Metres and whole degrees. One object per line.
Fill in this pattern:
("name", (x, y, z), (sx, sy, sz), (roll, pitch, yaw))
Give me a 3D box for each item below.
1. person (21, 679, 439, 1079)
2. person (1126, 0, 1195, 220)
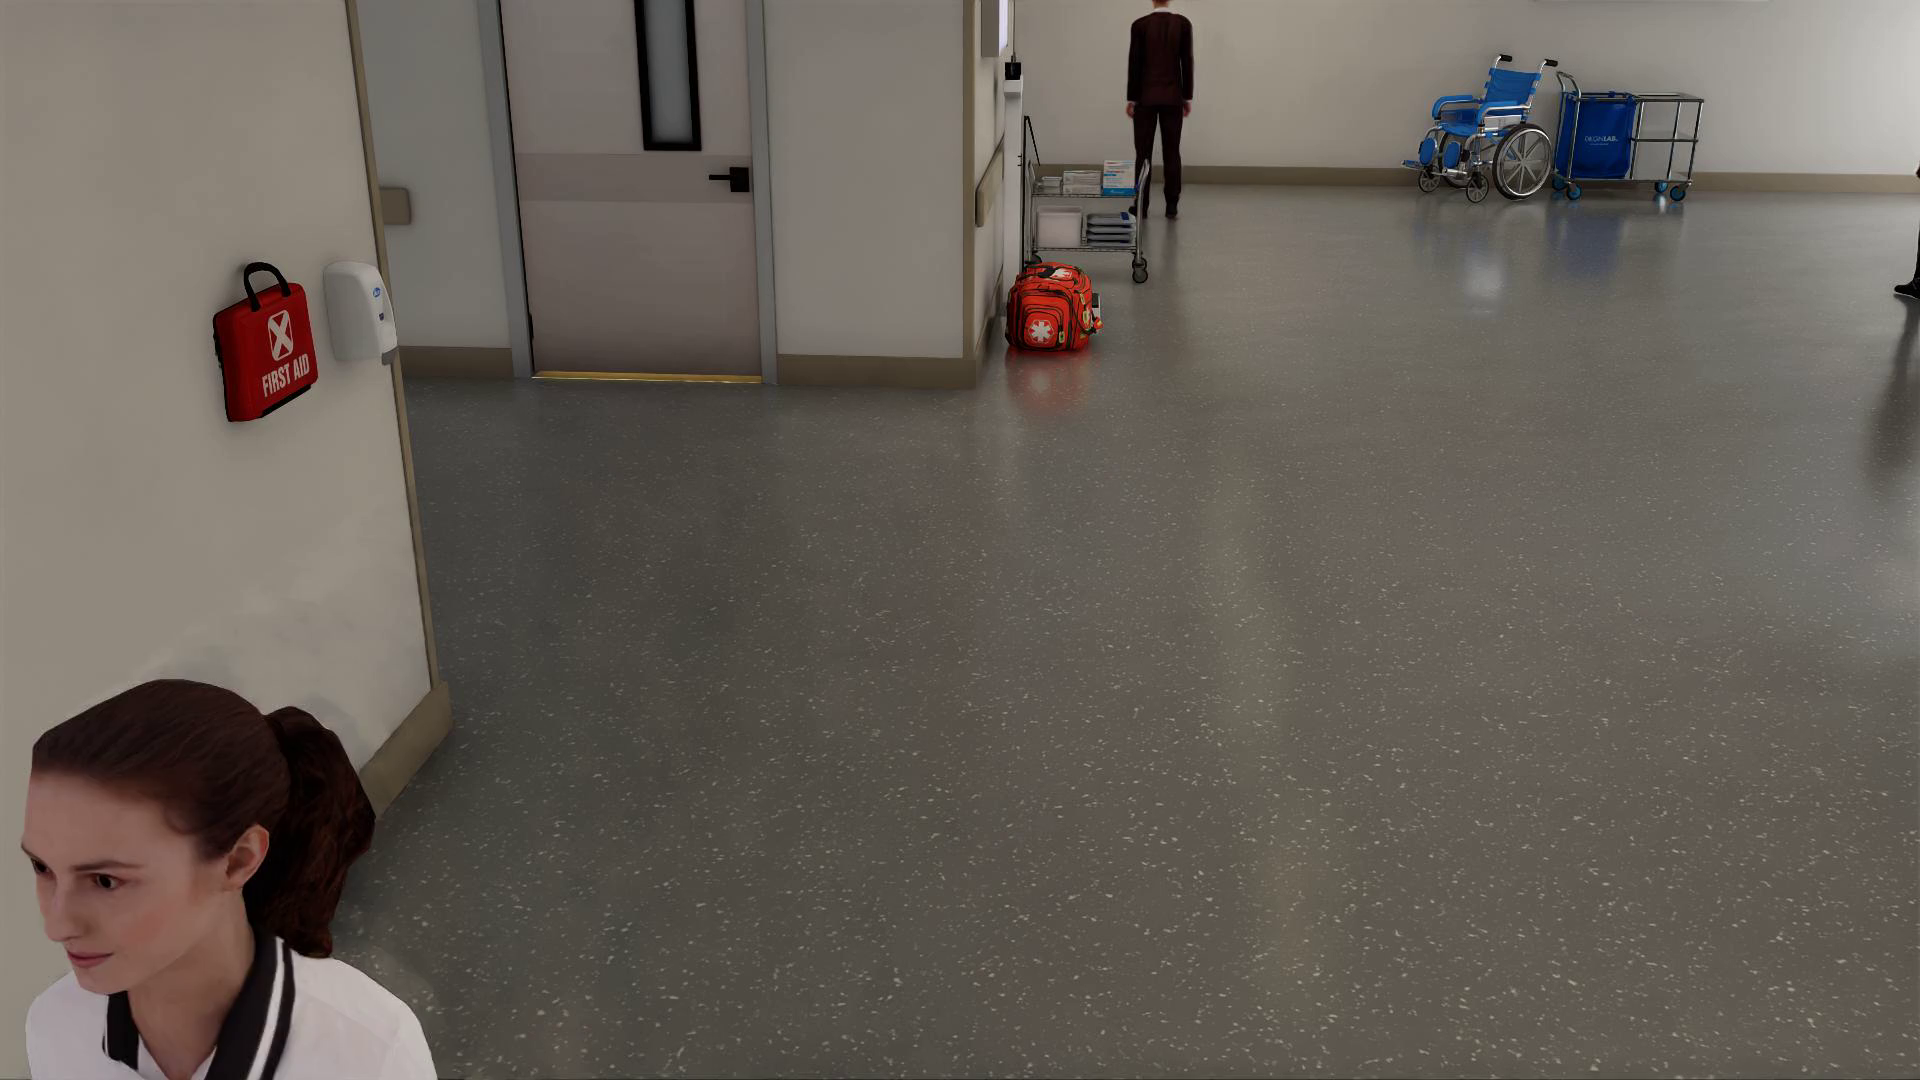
("person", (-0.635, 0.916, 1.725), (0.688, 1.719, 1.159), (5, 21, 13))
("person", (1.578, -3.506, 13.196), (0.718, 1.863, 0.621), (-1, 21, -3))
